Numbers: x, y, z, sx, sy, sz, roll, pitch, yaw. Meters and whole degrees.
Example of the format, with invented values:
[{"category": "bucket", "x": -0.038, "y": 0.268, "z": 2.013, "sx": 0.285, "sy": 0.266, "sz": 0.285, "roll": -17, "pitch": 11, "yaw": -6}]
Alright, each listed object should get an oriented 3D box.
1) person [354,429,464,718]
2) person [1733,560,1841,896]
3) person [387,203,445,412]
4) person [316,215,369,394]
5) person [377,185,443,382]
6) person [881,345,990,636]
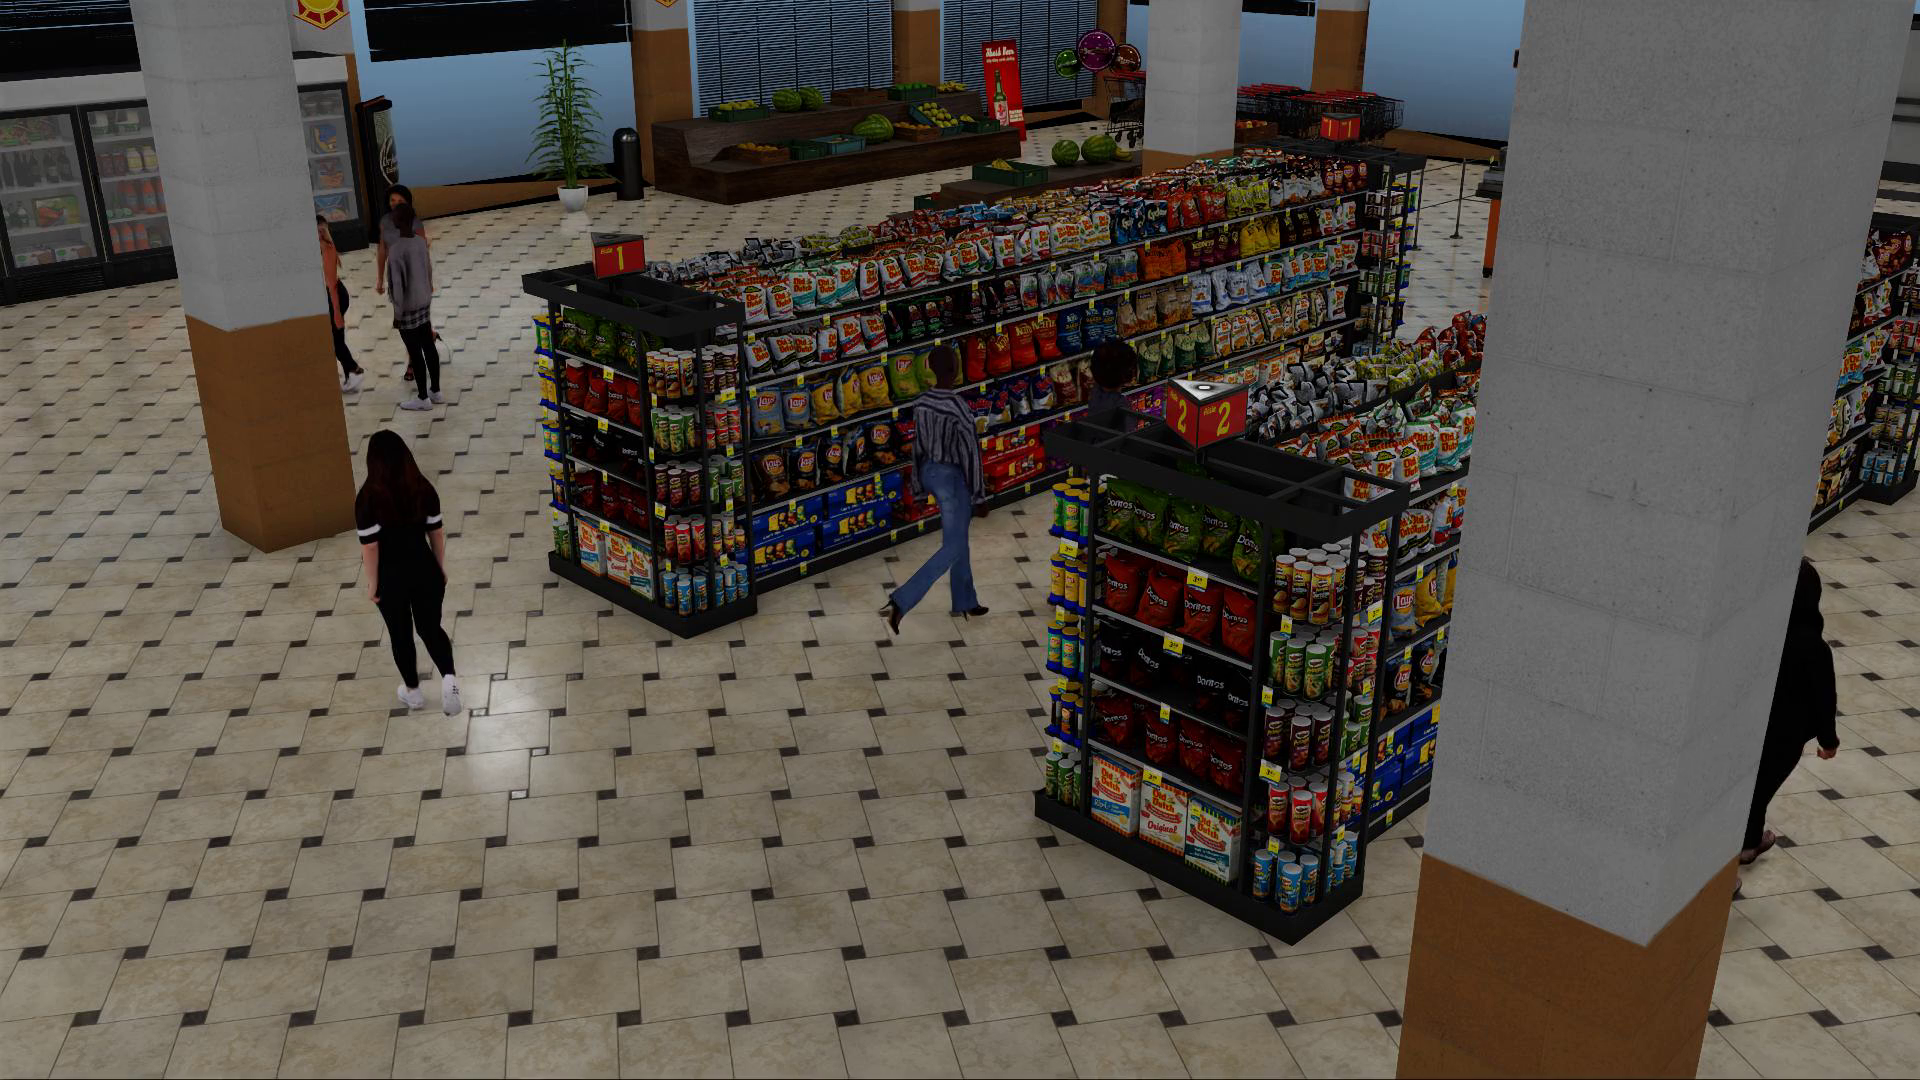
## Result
[{"category": "person", "x": -2.920, "y": 0.222, "z": 8.871, "sx": 0.921, "sy": 1.623, "sz": 0.742, "roll": -16, "pitch": 27, "yaw": -35}, {"category": "person", "x": 3.441, "y": 0.882, "z": 7.279, "sx": 0.981, "sy": 1.586, "sz": 0.791, "roll": -11, "pitch": 24, "yaw": -25}, {"category": "person", "x": -4.650, "y": -1.993, "z": 14.183, "sx": 0.756, "sy": 1.772, "sz": 0.641, "roll": 6, "pitch": 23, "yaw": 15}, {"category": "person", "x": -5.383, "y": -2.036, "z": 14.501, "sx": 0.722, "sy": 1.615, "sz": 0.727, "roll": -9, "pitch": 24, "yaw": -22}, {"category": "person", "x": -4.984, "y": -2.351, "z": 15.091, "sx": 0.872, "sy": 1.759, "sz": 1.044, "roll": 9, "pitch": 24, "yaw": 21}, {"category": "person", "x": -0.142, "y": -0.240, "z": 9.835, "sx": 1.101, "sy": 1.762, "sz": 0.718, "roll": -17, "pitch": 27, "yaw": -36}]
